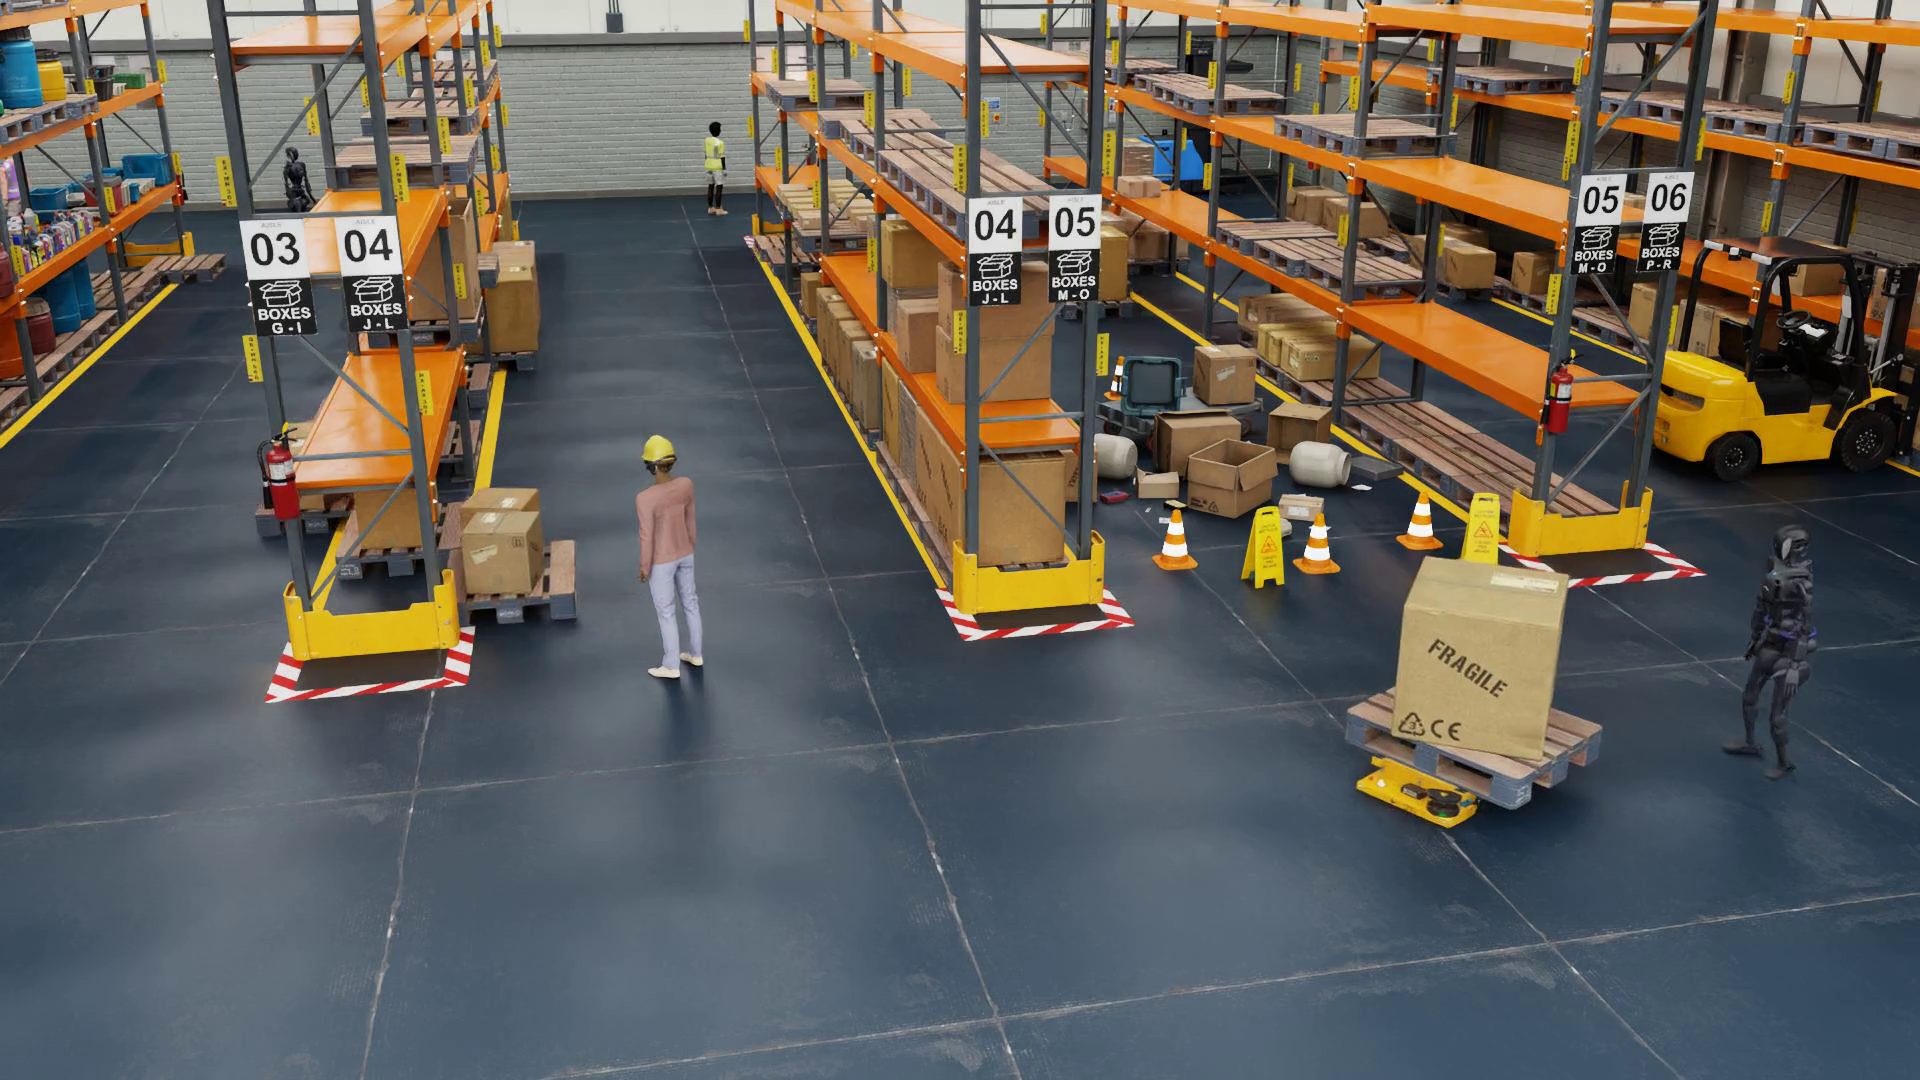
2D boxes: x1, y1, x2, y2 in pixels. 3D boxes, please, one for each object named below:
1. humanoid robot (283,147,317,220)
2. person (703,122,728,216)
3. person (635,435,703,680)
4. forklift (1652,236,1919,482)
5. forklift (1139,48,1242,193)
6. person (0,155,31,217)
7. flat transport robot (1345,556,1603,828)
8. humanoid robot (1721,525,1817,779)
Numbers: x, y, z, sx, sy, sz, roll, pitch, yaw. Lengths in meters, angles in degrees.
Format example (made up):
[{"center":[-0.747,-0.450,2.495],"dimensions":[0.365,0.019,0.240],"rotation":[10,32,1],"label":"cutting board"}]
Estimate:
[{"center":[-10.933,-5.687,27.563],"dimensions":[0.787,1.631,0.599],"rotation":[7,21,18],"label":"humanoid robot"},{"center":[-4.477,-6.803,30.482],"dimensions":[0.539,1.686,0.324],"rotation":[17,26,38],"label":"person"},{"center":[-2.067,0.123,11.721],"dimensions":[0.329,1.767,0.526],"rotation":[15,25,35],"label":"person"},{"center":[8.013,-1.814,16.330],"dimensions":[2.313,2.155,1.214],"rotation":[-4,21,-12],"label":"forklift"},{"center":[4.566,-8.313,32.860],"dimensions":[1.873,2.768,1.129],"rotation":[-4,21,-12],"label":"forklift"},{"center":[-15.371,-5.563,27.149],"dimensions":[0.351,1.688,0.489],"rotation":[11,23,26],"label":"person"},{"center":[3.204,1.395,10.446],"dimensions":[1.431,0.231,0.659],"rotation":[-17,26,-39],"label":"flat transport robot"},{"center":[5.120,0.680,10.354],"dimensions":[0.361,1.645,0.596],"rotation":[-2,20,-5],"label":"humanoid robot"}]
